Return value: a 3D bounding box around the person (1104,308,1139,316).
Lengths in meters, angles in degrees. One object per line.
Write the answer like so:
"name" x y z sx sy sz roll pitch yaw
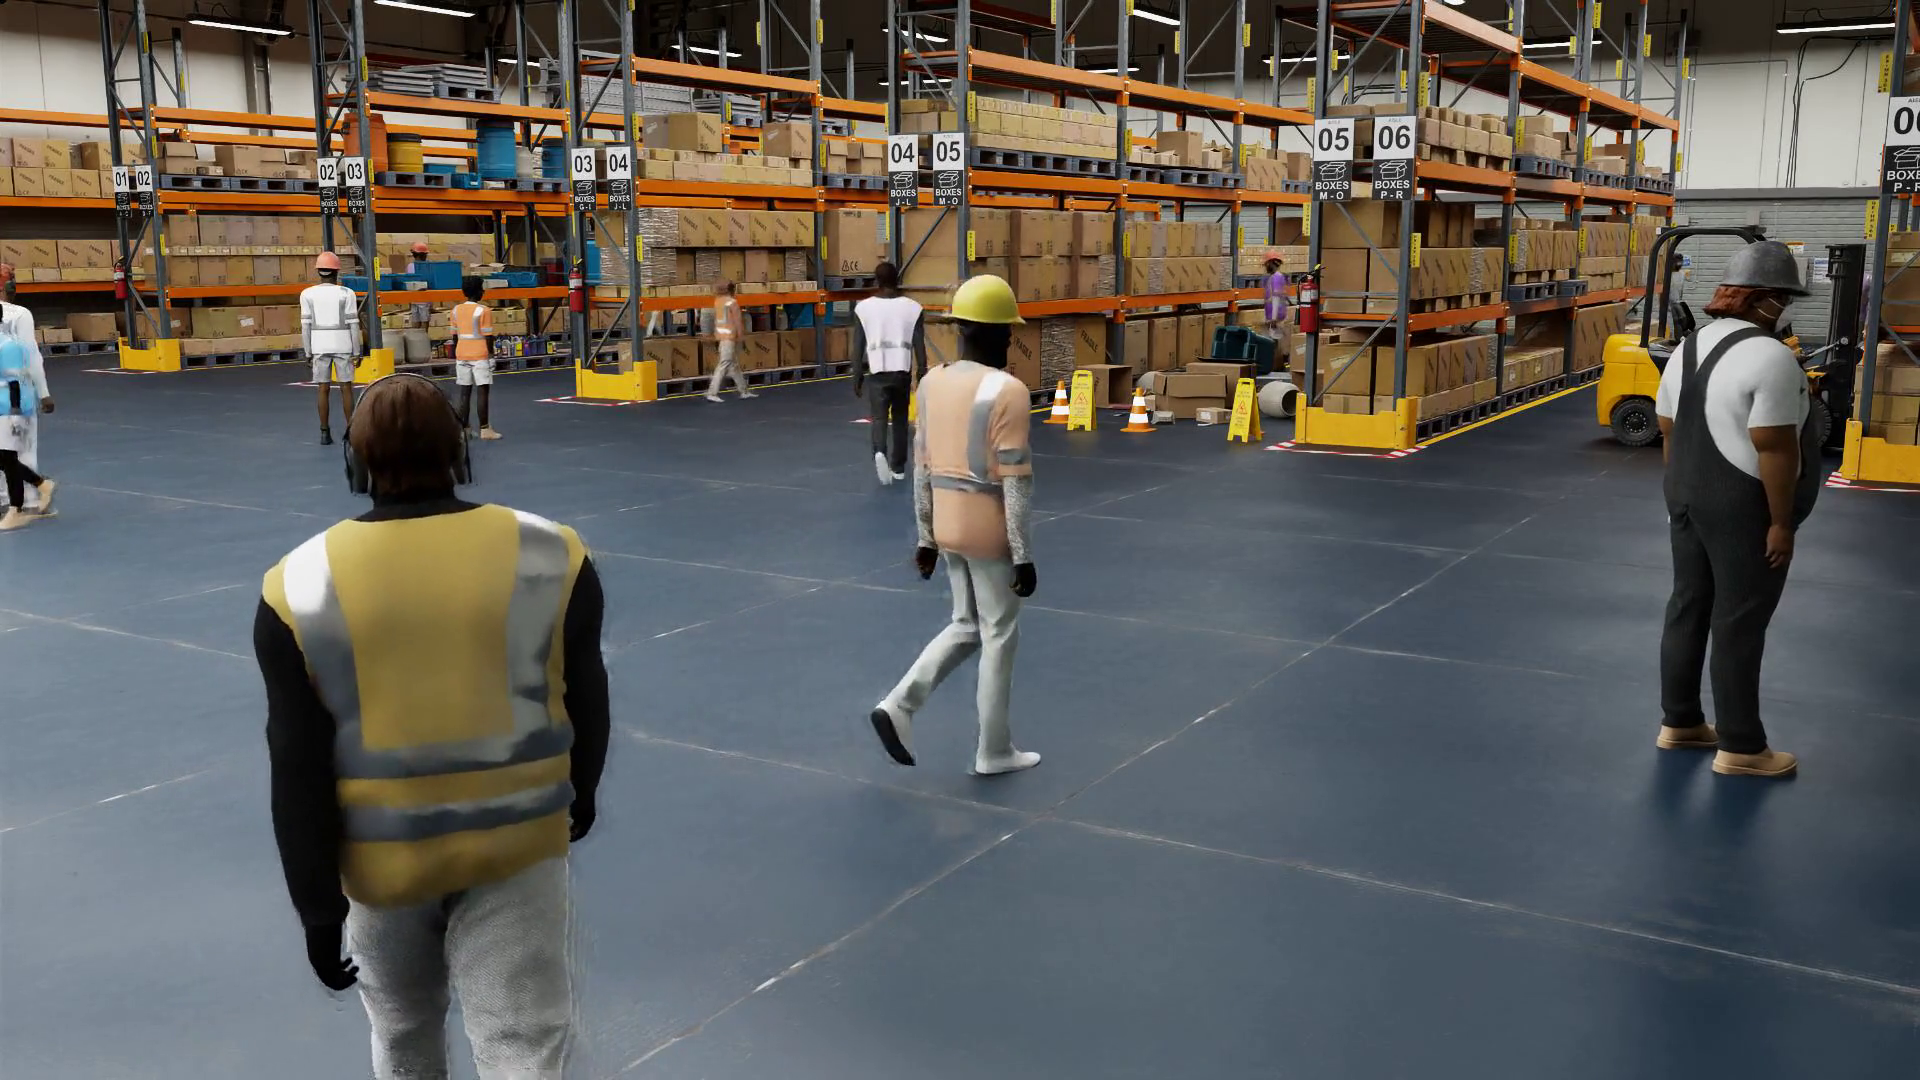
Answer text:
"person" 2.603 -3.582 26.176 0.673 1.881 0.785 6 12 31

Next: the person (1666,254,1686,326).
"person" 13.059 -4.292 30.349 0.493 1.813 0.939 -2 10 -10

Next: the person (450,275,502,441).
"person" -4.987 -1.865 17.098 0.537 1.695 0.320 5 11 28

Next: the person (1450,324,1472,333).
"person" 9.995 -4.874 33.386 0.593 1.902 0.724 -8 13 -37

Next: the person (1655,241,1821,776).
"person" 3.029 -0.134 6.437 0.536 2.000 0.676 -2 10 -10

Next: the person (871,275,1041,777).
"person" 0.019 -0.023 6.188 0.611 1.910 0.592 -7 13 -36

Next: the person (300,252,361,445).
"person" -6.317 -1.923 16.748 0.550 1.935 0.376 -2 10 -10

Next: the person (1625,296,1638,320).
"person" 12.460 -4.286 30.849 0.548 1.612 0.531 7 12 33

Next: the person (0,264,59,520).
"person" -6.971 -1.082 12.208 0.579 1.879 0.349 3 11 18

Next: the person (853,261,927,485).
"person" -0.583 -1.401 14.017 0.633 1.882 0.830 -1 10 -7

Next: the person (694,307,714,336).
"person" -3.741 -3.439 25.280 0.633 1.932 0.373 1 10 5

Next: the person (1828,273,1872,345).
"person" 12.814 -3.195 23.933 0.585 1.919 0.391 6 12 29

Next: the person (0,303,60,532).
"person" -6.716 -0.908 11.804 0.551 1.678 0.520 6 12 32

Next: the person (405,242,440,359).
"person" -9.304 -4.123 28.773 0.615 2.043 0.373 8 13 40

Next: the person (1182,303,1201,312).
"person" 3.999 -4.022 28.783 0.345 1.840 0.504 -7 12 -34

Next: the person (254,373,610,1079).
"person" -0.956 0.587 3.131 0.618 1.798 0.981 -3 11 -16

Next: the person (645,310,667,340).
"person" -6.255 -4.851 34.112 0.513 1.588 0.877 5 11 25

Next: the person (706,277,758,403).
"person" -2.948 -2.559 21.281 0.841 1.593 0.530 -7 12 -34

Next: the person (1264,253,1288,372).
"person" 4.640 -3.239 24.291 0.415 1.886 0.631 1 10 7
